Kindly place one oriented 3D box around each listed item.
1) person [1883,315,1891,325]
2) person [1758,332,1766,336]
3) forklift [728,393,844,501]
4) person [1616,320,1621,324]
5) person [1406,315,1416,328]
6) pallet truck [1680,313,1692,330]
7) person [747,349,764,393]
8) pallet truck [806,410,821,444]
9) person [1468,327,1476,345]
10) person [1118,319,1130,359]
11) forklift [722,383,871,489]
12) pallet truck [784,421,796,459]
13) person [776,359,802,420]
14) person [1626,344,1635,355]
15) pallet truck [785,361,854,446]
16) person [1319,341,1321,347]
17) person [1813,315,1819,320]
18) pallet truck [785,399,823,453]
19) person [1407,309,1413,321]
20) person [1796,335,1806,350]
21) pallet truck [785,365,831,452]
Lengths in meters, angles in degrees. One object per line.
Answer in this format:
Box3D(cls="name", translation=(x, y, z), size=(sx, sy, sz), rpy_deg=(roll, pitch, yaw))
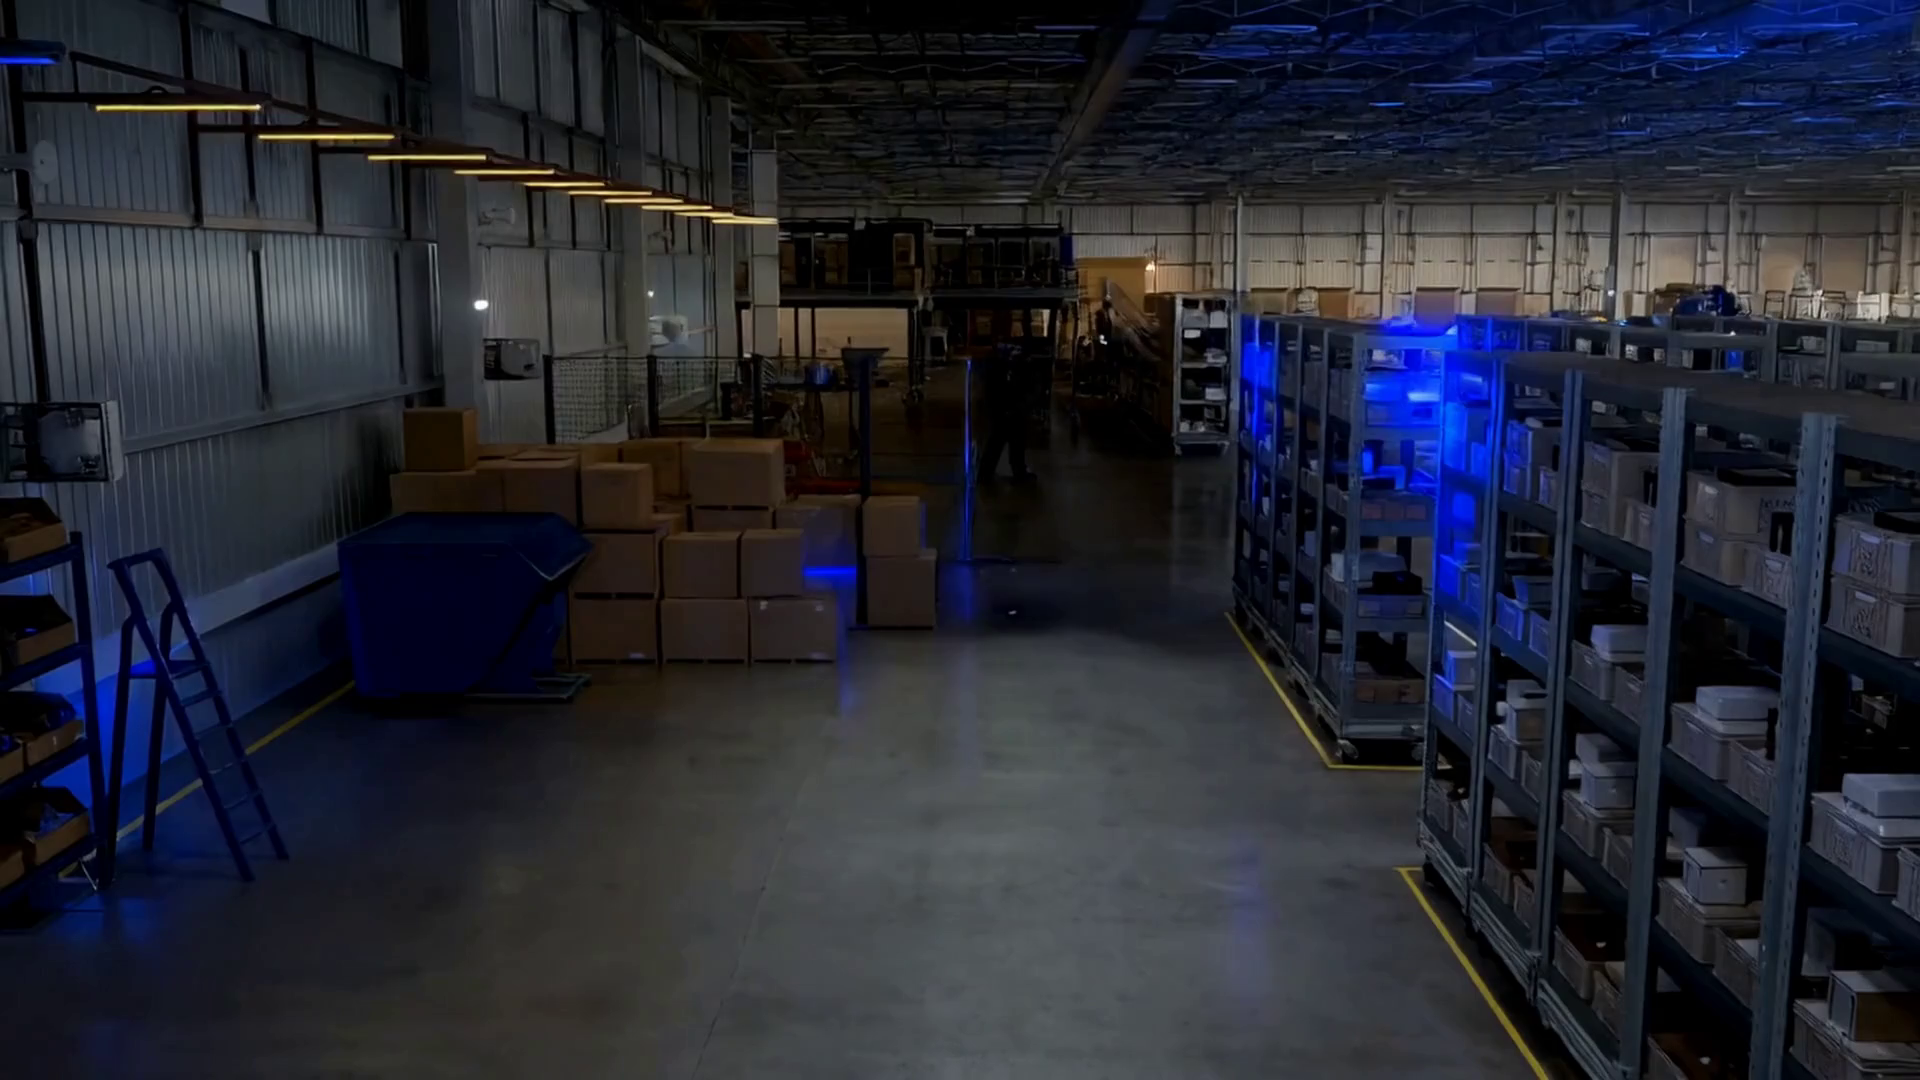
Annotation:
Box3D(cls="person", translation=(51.351, -11.623, 92.030), size=(0.888, 1.642, 0.549), rpy_deg=(-6, 11, -35))
Box3D(cls="person", translation=(28.704, -6.514, 59.608), size=(0.430, 1.945, 0.625), rpy_deg=(0, 9, 0))
Box3D(cls="forklift", translation=(-2.979, -1.316, 26.476), size=(2.680, 1.987, 1.157), rpy_deg=(0, 9, 1))
Box3D(cls="person", translation=(30.297, -9.258, 76.938), size=(0.852, 1.814, 0.540), rpy_deg=(5, 11, 30))
Box3D(cls="person", translation=(23.246, -10.728, 86.067), size=(0.707, 1.805, 0.787), rpy_deg=(-5, 11, -29))
Box3D(cls="pallet truck", translation=(36.315, -10.531, 84.244), size=(0.823, 1.965, 1.885), rpy_deg=(-6, 11, -33))
Box3D(cls="person", translation=(-5.459, -4.056, 44.189), size=(0.400, 2.040, 0.610), rpy_deg=(5, 11, 29))
Box3D(cls="pallet truck", translation=(-3.559, -2.018, 33.905), size=(1.522, 1.261, 0.704), rpy_deg=(0, 9, -1))
Box3D(cls="person", translation=(20.419, -7.578, 66.439), size=(0.328, 1.865, 0.520), rpy_deg=(-2, 9, -11))
Box3D(cls="person", translation=(7.633, -9.343, 77.311), size=(0.590, 1.862, 0.645), rpy_deg=(0, 9, 1))
Box3D(cls="forklift", translation=(-2.893, -1.687, 28.729), size=(2.680, 1.987, 1.157), rpy_deg=(0, 9, -1))
Box3D(cls="pallet truck", translation=(-4.013, -1.793, 32.705), size=(1.601, 1.201, 0.680), rpy_deg=(0, 9, 1))
Box3D(cls="person", translation=(-4.562, -4.001, 44.461), size=(0.704, 1.843, 1.008), rpy_deg=(-6, 11, -33))
Box3D(cls="person", translation=(25.595, -7.165, 63.799), size=(0.831, 1.913, 0.540), rpy_deg=(6, 11, 31))
Box3D(cls="pallet truck", translation=(-3.410, -3.193, 38.978), size=(1.885, 1.965, 0.823), rpy_deg=(0, 9, -1))
Box3D(cls="person", translation=(14.334, -7.394, 65.122), size=(0.541, 1.930, 0.386), rpy_deg=(0, 9, 0))
Box3D(cls="person", translation=(42.124, -10.157, 82.268), size=(0.651, 1.891, 0.617), rpy_deg=(-4, 10, -23))
Box3D(cls="pallet truck", translation=(-3.814, -2.432, 36.419), size=(1.630, 1.274, 0.653), rpy_deg=(0, 9, 1))
Box3D(cls="person", translation=(25.587, -12.174, 94.628), size=(0.395, 1.918, 0.591), rpy_deg=(5, 11, 30))
Box3D(cls="person", translation=(30.733, -6.684, 60.907), size=(0.323, 1.870, 0.518), rpy_deg=(-1, 9, -9))
Box3D(cls="pallet truck", translation=(-3.774, -2.976, 37.635), size=(1.885, 1.965, 0.823), rpy_deg=(1, 9, 5))
